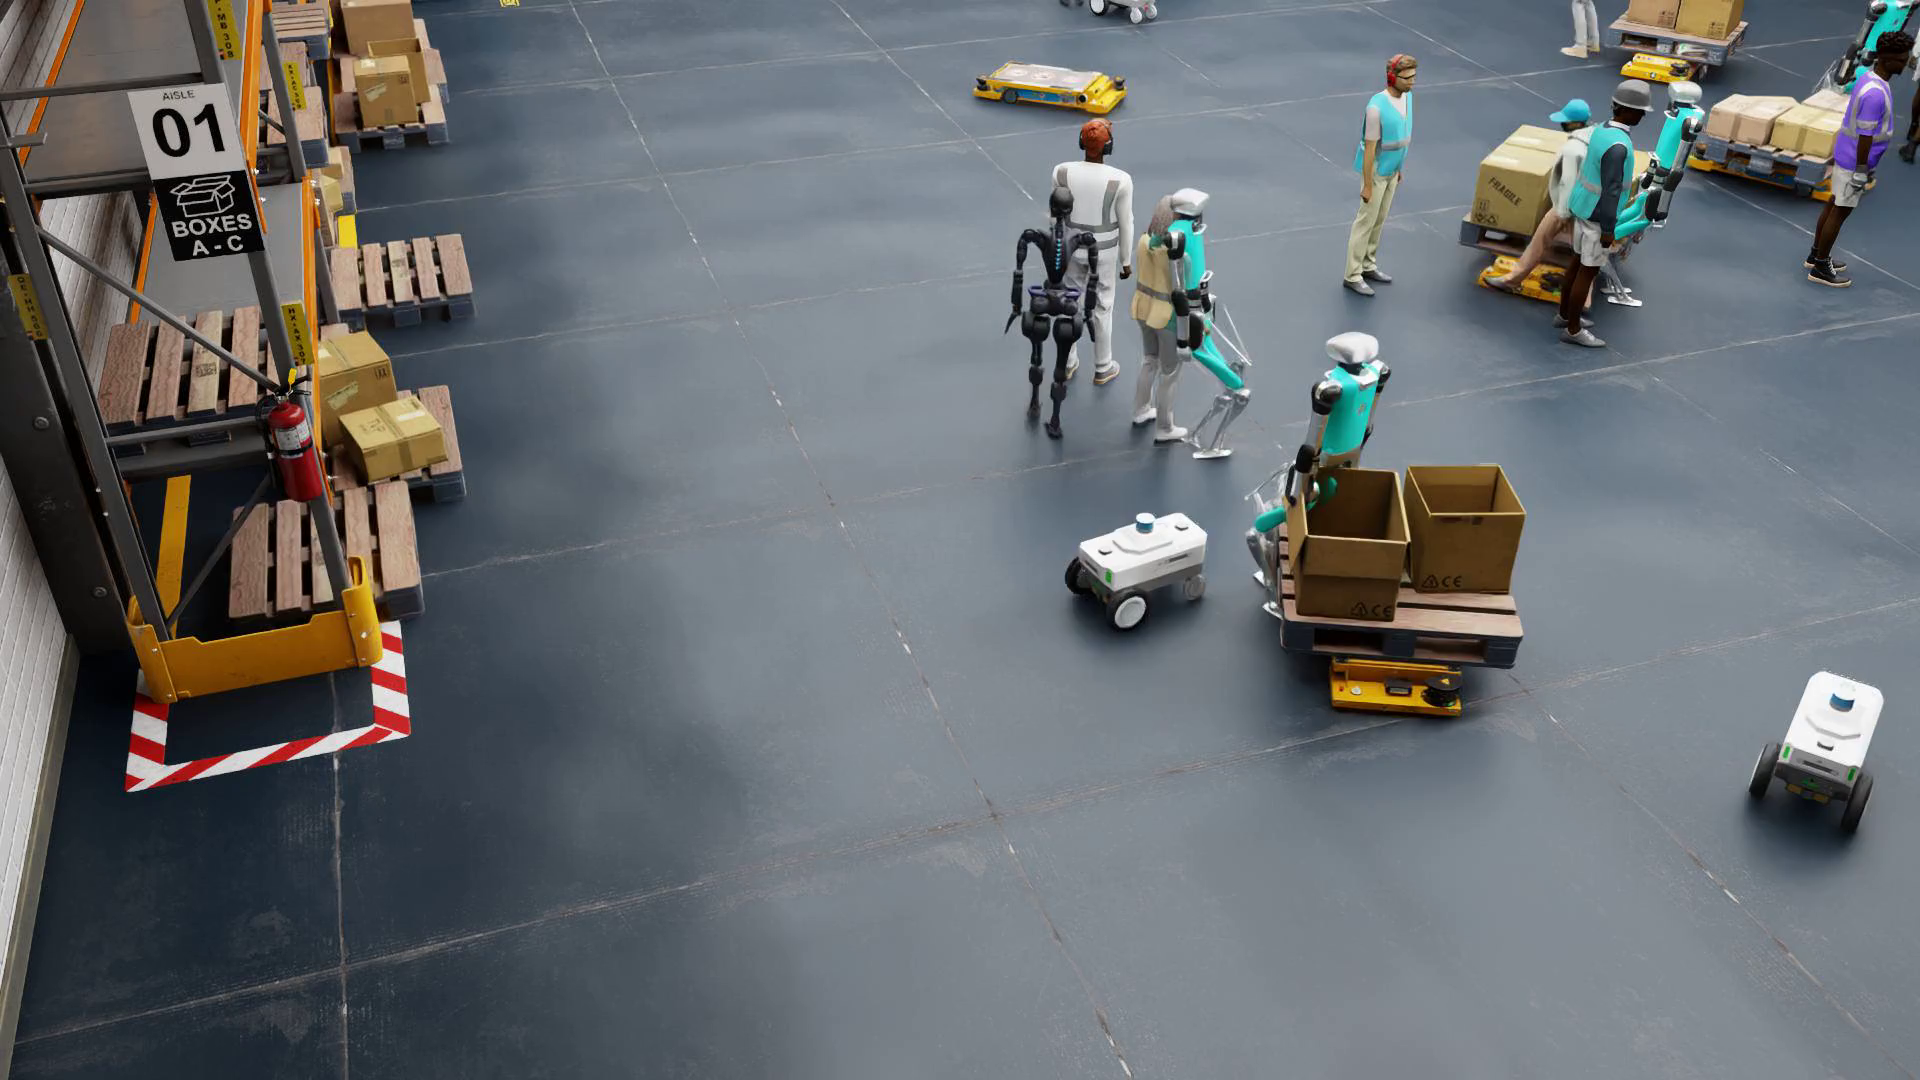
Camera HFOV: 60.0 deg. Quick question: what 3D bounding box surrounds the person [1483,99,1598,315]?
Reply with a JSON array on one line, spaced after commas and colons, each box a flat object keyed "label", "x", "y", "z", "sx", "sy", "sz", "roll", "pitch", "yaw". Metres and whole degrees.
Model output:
[{"label": "person", "x": 4.494, "y": -2.521, "z": 12.469, "sx": 0.842, "sy": 1.625, "sz": 0.500, "roll": 29, "pitch": 43, "yaw": 36}]

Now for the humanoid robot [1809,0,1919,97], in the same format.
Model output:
[{"label": "humanoid robot", "x": 8.009, "y": -4.215, "z": 15.048, "sx": 0.544, "sy": 1.839, "sz": 0.792, "roll": -13, "pitch": 35, "yaw": -19}]

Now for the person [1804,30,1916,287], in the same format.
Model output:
[{"label": "person", "x": 6.929, "y": -2.944, "z": 12.825, "sx": 0.368, "sy": 1.962, "sz": 0.605, "roll": 11, "pitch": 35, "yaw": 17}]

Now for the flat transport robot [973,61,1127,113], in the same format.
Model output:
[{"label": "flat transport robot", "x": 0.918, "y": -4.606, "z": 16.923, "sx": 1.431, "sy": 0.231, "sz": 0.659, "roll": 13, "pitch": 35, "yaw": 19}]

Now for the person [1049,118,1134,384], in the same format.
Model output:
[{"label": "person", "x": 0.899, "y": -1.962, "z": 11.390, "sx": 0.582, "sy": 1.882, "sz": 0.349, "roll": 12, "pitch": 35, "yaw": 17}]

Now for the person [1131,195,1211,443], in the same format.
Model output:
[{"label": "person", "x": 1.319, "y": -1.403, "z": 10.696, "sx": 0.443, "sy": 1.708, "sz": 0.500, "roll": -22, "pitch": 39, "yaw": -29}]

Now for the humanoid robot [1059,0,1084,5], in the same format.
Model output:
[{"label": "humanoid robot", "x": 1.372, "y": -7.132, "z": 19.503, "sx": 0.599, "sy": 1.648, "sz": 0.329, "roll": -3, "pitch": 33, "yaw": -4}]

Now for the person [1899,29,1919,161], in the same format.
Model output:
[{"label": "person", "x": 9.077, "y": -4.498, "z": 15.295, "sx": 0.553, "sy": 1.860, "sz": 0.984, "roll": 18, "pitch": 37, "yaw": 25}]

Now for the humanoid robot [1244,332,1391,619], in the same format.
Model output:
[{"label": "humanoid robot", "x": 1.833, "y": -0.396, "z": 9.113, "sx": 0.549, "sy": 1.759, "sz": 0.821, "roll": -24, "pitch": 40, "yaw": -32}]

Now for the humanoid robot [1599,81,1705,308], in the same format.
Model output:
[{"label": "humanoid robot", "x": 4.974, "y": -2.563, "z": 12.327, "sx": 0.735, "sy": 1.673, "sz": 0.533, "roll": 3, "pitch": 33, "yaw": 5}]

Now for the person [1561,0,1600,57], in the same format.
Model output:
[{"label": "person", "x": 6.700, "y": -6.120, "z": 17.817, "sx": 0.490, "sy": 1.841, "sz": 0.490, "roll": -20, "pitch": 38, "yaw": -28}]

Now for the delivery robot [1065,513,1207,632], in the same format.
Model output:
[{"label": "delivery robot", "x": 1.010, "y": 0.138, "z": 9.399, "sx": 0.805, "sy": 0.609, "sz": 0.499, "roll": -17, "pitch": 37, "yaw": -24}]

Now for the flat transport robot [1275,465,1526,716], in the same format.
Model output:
[{"label": "flat transport robot", "x": 2.342, "y": 0.446, "z": 9.174, "sx": 0.659, "sy": 0.231, "sz": 1.431, "roll": 4, "pitch": 33, "yaw": 6}]

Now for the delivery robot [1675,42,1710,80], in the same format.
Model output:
[{"label": "delivery robot", "x": 7.700, "y": -5.233, "z": 17.631, "sx": 0.499, "sy": 0.603, "sz": 0.803, "roll": 3, "pitch": 33, "yaw": 5}]

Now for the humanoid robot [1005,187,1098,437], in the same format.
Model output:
[{"label": "humanoid robot", "x": 0.596, "y": -1.492, "z": 10.866, "sx": 0.594, "sy": 1.634, "sz": 0.486, "roll": 1, "pitch": 33, "yaw": 1}]

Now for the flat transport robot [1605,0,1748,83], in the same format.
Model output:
[{"label": "flat transport robot", "x": 7.623, "y": -5.193, "z": 17.823, "sx": 0.659, "sy": 0.231, "sz": 1.431, "roll": 20, "pitch": 38, "yaw": 28}]

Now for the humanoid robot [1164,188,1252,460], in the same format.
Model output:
[{"label": "humanoid robot", "x": 1.643, "y": -1.339, "z": 10.547, "sx": 0.794, "sy": 1.754, "sz": 0.539, "roll": 12, "pitch": 35, "yaw": 17}]

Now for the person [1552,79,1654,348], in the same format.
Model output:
[{"label": "person", "x": 4.576, "y": -2.341, "z": 11.928, "sx": 0.430, "sy": 1.933, "sz": 0.553, "roll": 4, "pitch": 33, "yaw": 6}]

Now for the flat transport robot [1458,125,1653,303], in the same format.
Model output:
[{"label": "flat transport robot", "x": 4.732, "y": -2.303, "z": 13.390, "sx": 0.659, "sy": 0.231, "sz": 1.431, "roll": 20, "pitch": 38, "yaw": 28}]

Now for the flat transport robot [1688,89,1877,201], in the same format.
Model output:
[{"label": "flat transport robot", "x": 7.425, "y": -3.368, "z": 15.024, "sx": 1.431, "sy": 0.231, "sz": 0.659, "roll": 28, "pitch": 42, "yaw": 36}]

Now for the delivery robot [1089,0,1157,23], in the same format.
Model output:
[{"label": "delivery robot", "x": 1.922, "y": -6.368, "z": 19.361, "sx": 0.499, "sy": 0.592, "sz": 0.774, "roll": -28, "pitch": 42, "yaw": -35}]

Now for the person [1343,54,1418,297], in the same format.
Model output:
[{"label": "person", "x": 3.206, "y": -2.804, "z": 12.716, "sx": 0.373, "sy": 1.842, "sz": 0.568, "roll": 23, "pitch": 40, "yaw": 31}]

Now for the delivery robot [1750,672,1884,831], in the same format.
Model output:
[{"label": "delivery robot", "x": 4.205, "y": 1.001, "z": 8.078, "sx": 0.499, "sy": 0.613, "sz": 0.796, "roll": 20, "pitch": 38, "yaw": 28}]
